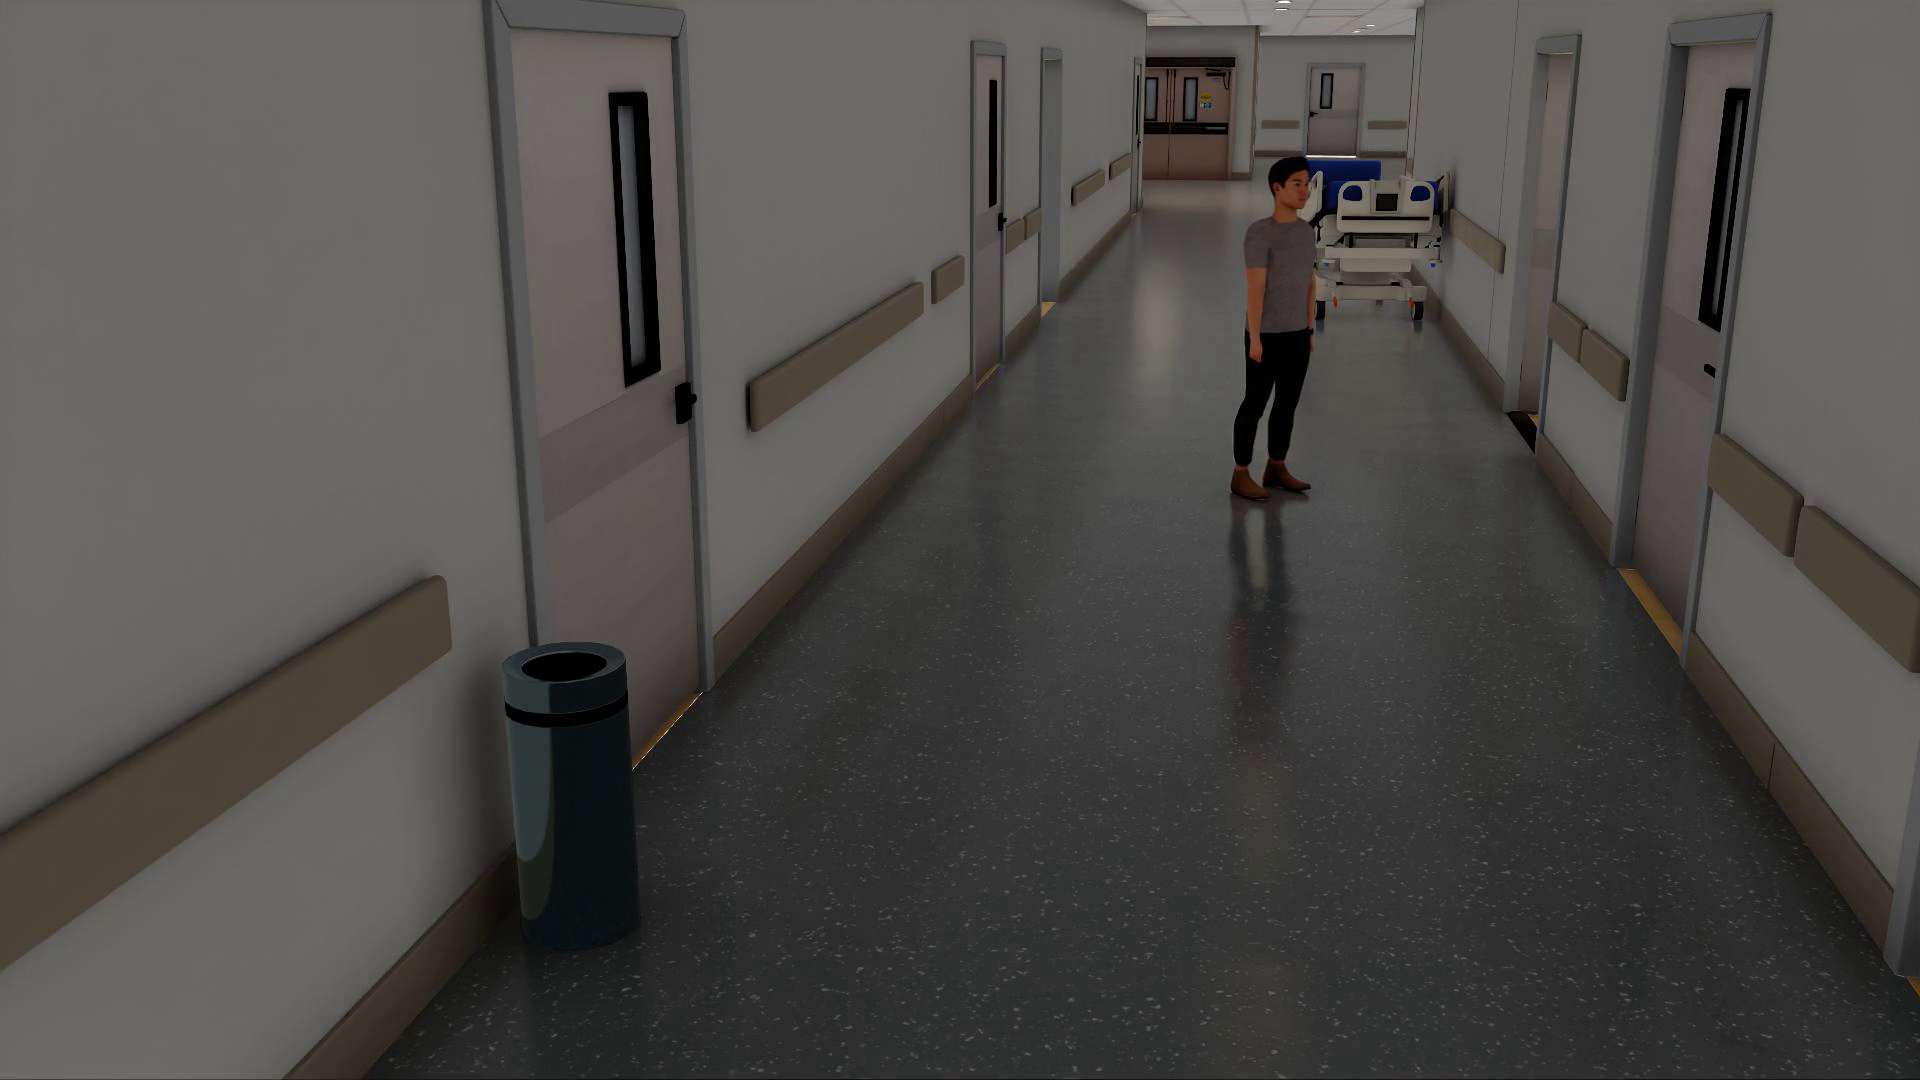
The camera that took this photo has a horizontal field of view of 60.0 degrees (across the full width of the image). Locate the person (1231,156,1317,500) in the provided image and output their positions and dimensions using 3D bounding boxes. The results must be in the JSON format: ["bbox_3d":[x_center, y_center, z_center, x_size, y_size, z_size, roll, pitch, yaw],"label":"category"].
[{"bbox_3d":[1.609,-1.077,8.452,0.663,1.717,0.724,-11,19,-33],"label":"person"}]
